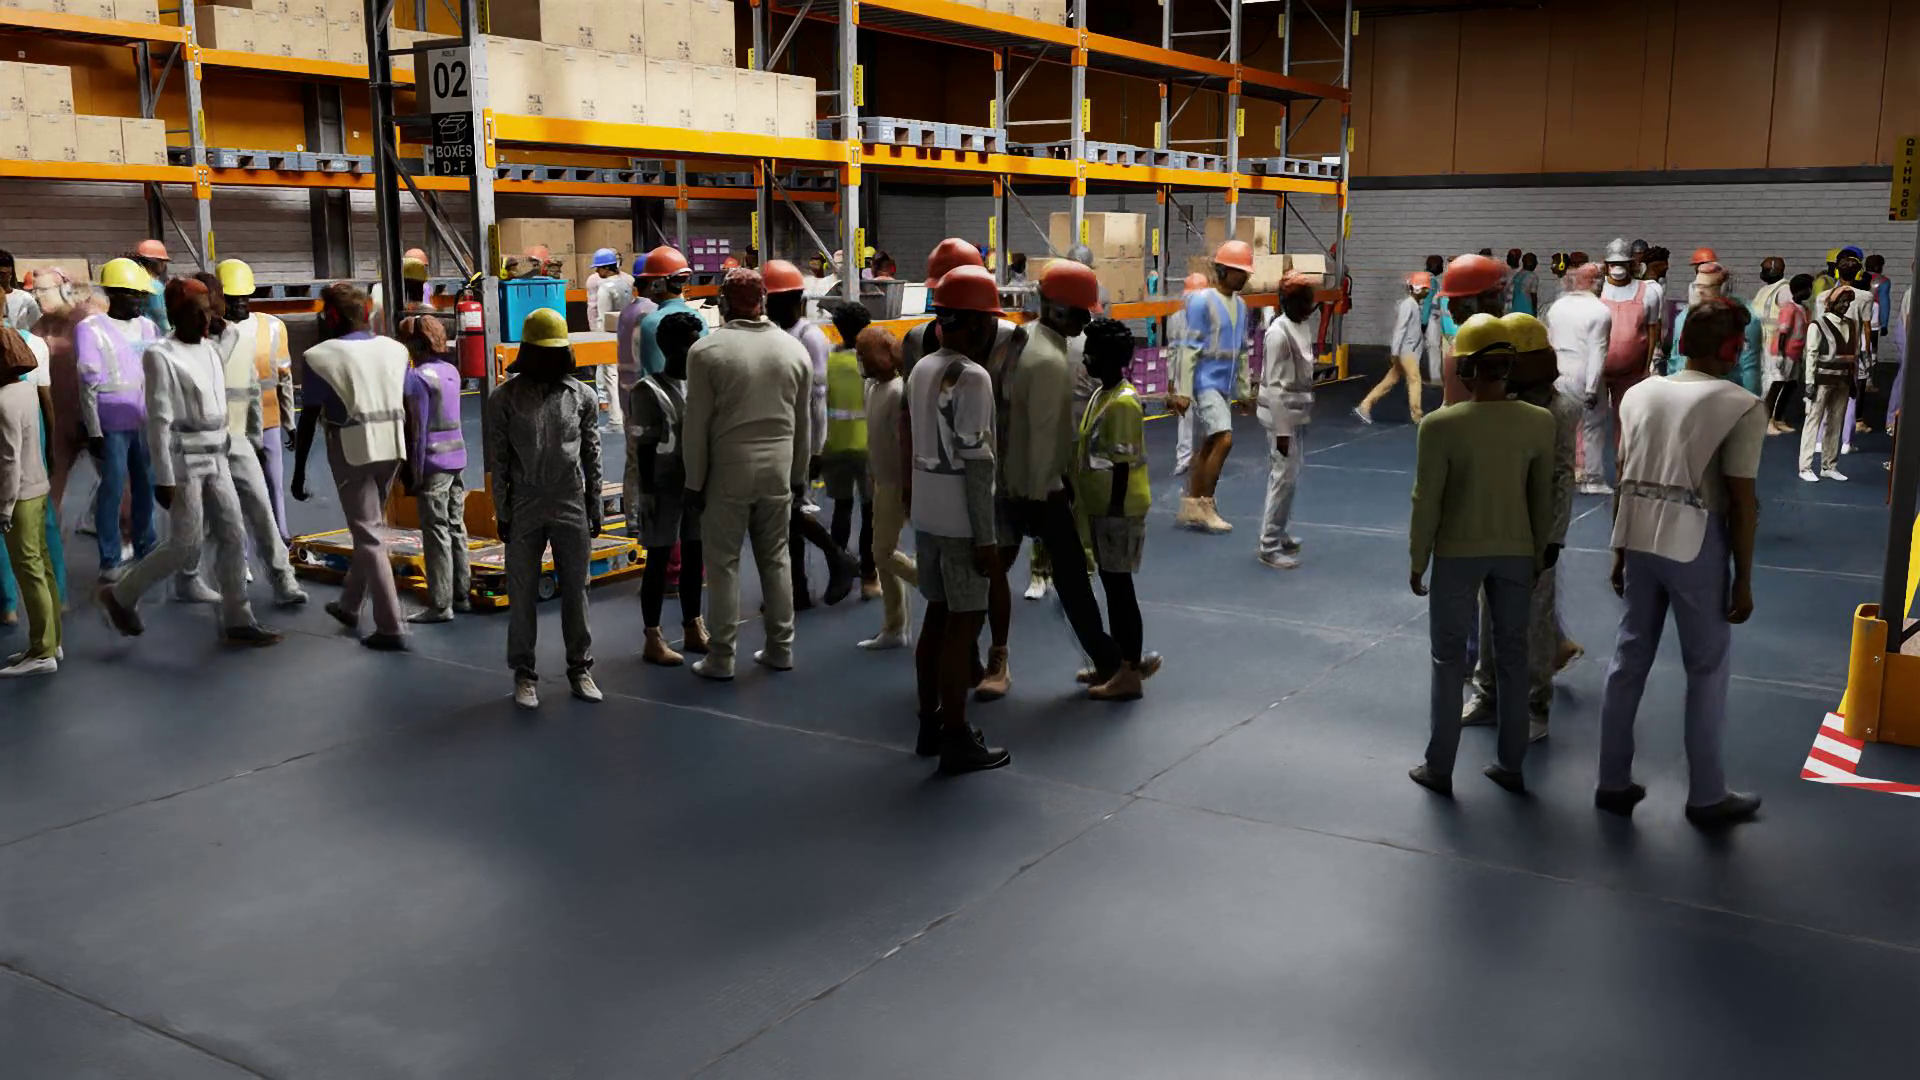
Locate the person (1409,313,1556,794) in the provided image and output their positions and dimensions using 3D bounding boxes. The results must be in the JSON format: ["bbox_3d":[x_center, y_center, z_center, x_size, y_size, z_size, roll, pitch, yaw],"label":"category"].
[{"bbox_3d":[1.894,0.058,6.092,0.526,1.761,0.340,-1,10,-4],"label":"person"}]

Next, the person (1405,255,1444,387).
[{"bbox_3d":[6.560,-3.032,23.045,0.705,1.815,0.654,1,10,5],"label":"person"}]

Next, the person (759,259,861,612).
[{"bbox_3d":[-0.873,-0.543,8.971,0.498,1.918,0.565,-7,12,-32],"label":"person"}]

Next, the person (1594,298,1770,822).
[{"bbox_3d":[2.517,0.077,5.808,0.478,1.829,0.564,-5,12,-28],"label":"person"}]

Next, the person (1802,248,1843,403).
[{"bbox_3d":[10.773,-2.645,20.631,0.588,1.918,0.390,-9,13,-40],"label":"person"}]

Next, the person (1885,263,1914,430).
[{"bbox_3d":[10.118,-2.066,17.664,0.337,1.838,0.511,7,13,35],"label":"person"}]

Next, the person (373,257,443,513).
[{"bbox_3d":[-4.093,-1.129,12.275,0.594,1.906,0.801,4,11,23],"label":"person"}]

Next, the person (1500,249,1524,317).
[{"bbox_3d":[9.034,-3.807,27.163,0.358,1.881,0.574,-5,11,-26],"label":"person"}]

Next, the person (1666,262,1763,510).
[{"bbox_3d":[5.060,-0.914,11.136,0.554,1.883,0.691,-5,11,-25],"label":"person"}]

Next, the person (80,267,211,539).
[{"bbox_3d":[-5.506,-0.907,11.202,1.048,1.854,0.583,-1,10,-8],"label":"person"}]

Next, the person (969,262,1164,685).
[{"bbox_3d":[0.393,-0.262,7.386,1.011,1.923,0.590,-2,10,-11],"label":"person"}]

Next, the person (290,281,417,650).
[{"bbox_3d":[-3.084,-0.379,8.351,0.884,1.808,0.582,7,12,34],"label":"person"}]

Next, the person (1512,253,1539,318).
[{"bbox_3d":[8.481,-3.389,24.991,0.350,1.837,0.503,-4,11,-22],"label":"person"}]

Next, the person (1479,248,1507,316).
[{"bbox_3d":[8.586,-3.806,27.119,0.636,1.903,0.919,1,10,5],"label":"person"}]

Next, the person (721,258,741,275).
[{"bbox_3d":[-3.469,-3.419,25.373,0.330,1.751,0.563,-1,10,-7],"label":"person"}]

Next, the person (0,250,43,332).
[{"bbox_3d":[-7.863,-1.424,13.770,0.611,1.958,0.368,-2,10,-9],"label":"person"}]

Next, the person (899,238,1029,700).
[{"bbox_3d":[0.007,-0.304,7.356,0.612,2.031,0.403,4,11,19],"label":"person"}]

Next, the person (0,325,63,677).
[{"bbox_3d":[-4.405,-0.182,7.770,0.286,1.633,0.500,-3,11,-18],"label":"person"}]

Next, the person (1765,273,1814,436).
[{"bbox_3d":[8.586,-1.914,17.233,0.349,1.682,0.551,9,14,41],"label":"person"}]

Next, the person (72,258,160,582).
[{"bbox_3d":[-4.946,-0.709,9.913,0.391,1.918,0.591,4,11,21],"label":"person"}]

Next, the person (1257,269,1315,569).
[{"bbox_3d":[2.041,-0.751,10.342,0.343,1.851,0.785,4,11,22],"label":"person"}]

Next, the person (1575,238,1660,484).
[{"bbox_3d":[5.393,-1.463,13.740,0.679,2.000,0.537,3,11,17],"label":"person"}]

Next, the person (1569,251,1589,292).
[{"bbox_3d":[9.133,-3.335,24.633,0.386,1.864,0.619,6,12,28],"label":"person"}]

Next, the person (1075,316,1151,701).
[{"bbox_3d":[0.676,-0.141,7.390,0.320,1.691,0.535,-1,10,-5],"label":"person"}]

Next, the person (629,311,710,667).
[{"bbox_3d":[-1.353,-0.247,7.977,0.321,1.693,0.535,7,13,36],"label":"person"}]

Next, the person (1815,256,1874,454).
[{"bbox_3d":[8.386,-1.754,15.825,0.514,1.872,0.328,6,12,31],"label":"person"}]

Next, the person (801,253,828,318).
[{"bbox_3d":[-1.790,-2.733,21.274,0.516,1.863,0.325,0,10,-2],"label":"person"}]

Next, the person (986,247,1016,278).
[{"bbox_3d":[0.498,-3.282,24.108,0.629,1.937,0.376,-2,10,-9],"label":"person"}]

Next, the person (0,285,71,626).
[{"bbox_3d":[-5.022,-0.463,8.772,0.340,1.838,0.516,8,13,37],"label":"person"}]

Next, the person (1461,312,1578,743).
[{"bbox_3d":[2.231,-0.043,6.713,0.320,1.737,0.487,-6,12,-29],"label":"person"}]

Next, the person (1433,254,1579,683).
[{"bbox_3d":[2.426,-0.297,7.497,0.638,1.963,0.664,-8,13,-37],"label":"person"}]

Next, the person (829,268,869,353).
[{"bbox_3d":[-1.135,-2.182,18.104,0.600,1.908,0.396,-4,11,-22],"label":"person"}]

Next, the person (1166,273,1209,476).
[{"bbox_3d":[2.015,-1.404,14.229,0.566,1.744,0.350,6,12,32],"label":"person"}]

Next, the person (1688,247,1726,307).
[{"bbox_3d":[8.408,-2.340,18.882,0.542,1.938,0.358,-6,12,-29],"label":"person"}]
